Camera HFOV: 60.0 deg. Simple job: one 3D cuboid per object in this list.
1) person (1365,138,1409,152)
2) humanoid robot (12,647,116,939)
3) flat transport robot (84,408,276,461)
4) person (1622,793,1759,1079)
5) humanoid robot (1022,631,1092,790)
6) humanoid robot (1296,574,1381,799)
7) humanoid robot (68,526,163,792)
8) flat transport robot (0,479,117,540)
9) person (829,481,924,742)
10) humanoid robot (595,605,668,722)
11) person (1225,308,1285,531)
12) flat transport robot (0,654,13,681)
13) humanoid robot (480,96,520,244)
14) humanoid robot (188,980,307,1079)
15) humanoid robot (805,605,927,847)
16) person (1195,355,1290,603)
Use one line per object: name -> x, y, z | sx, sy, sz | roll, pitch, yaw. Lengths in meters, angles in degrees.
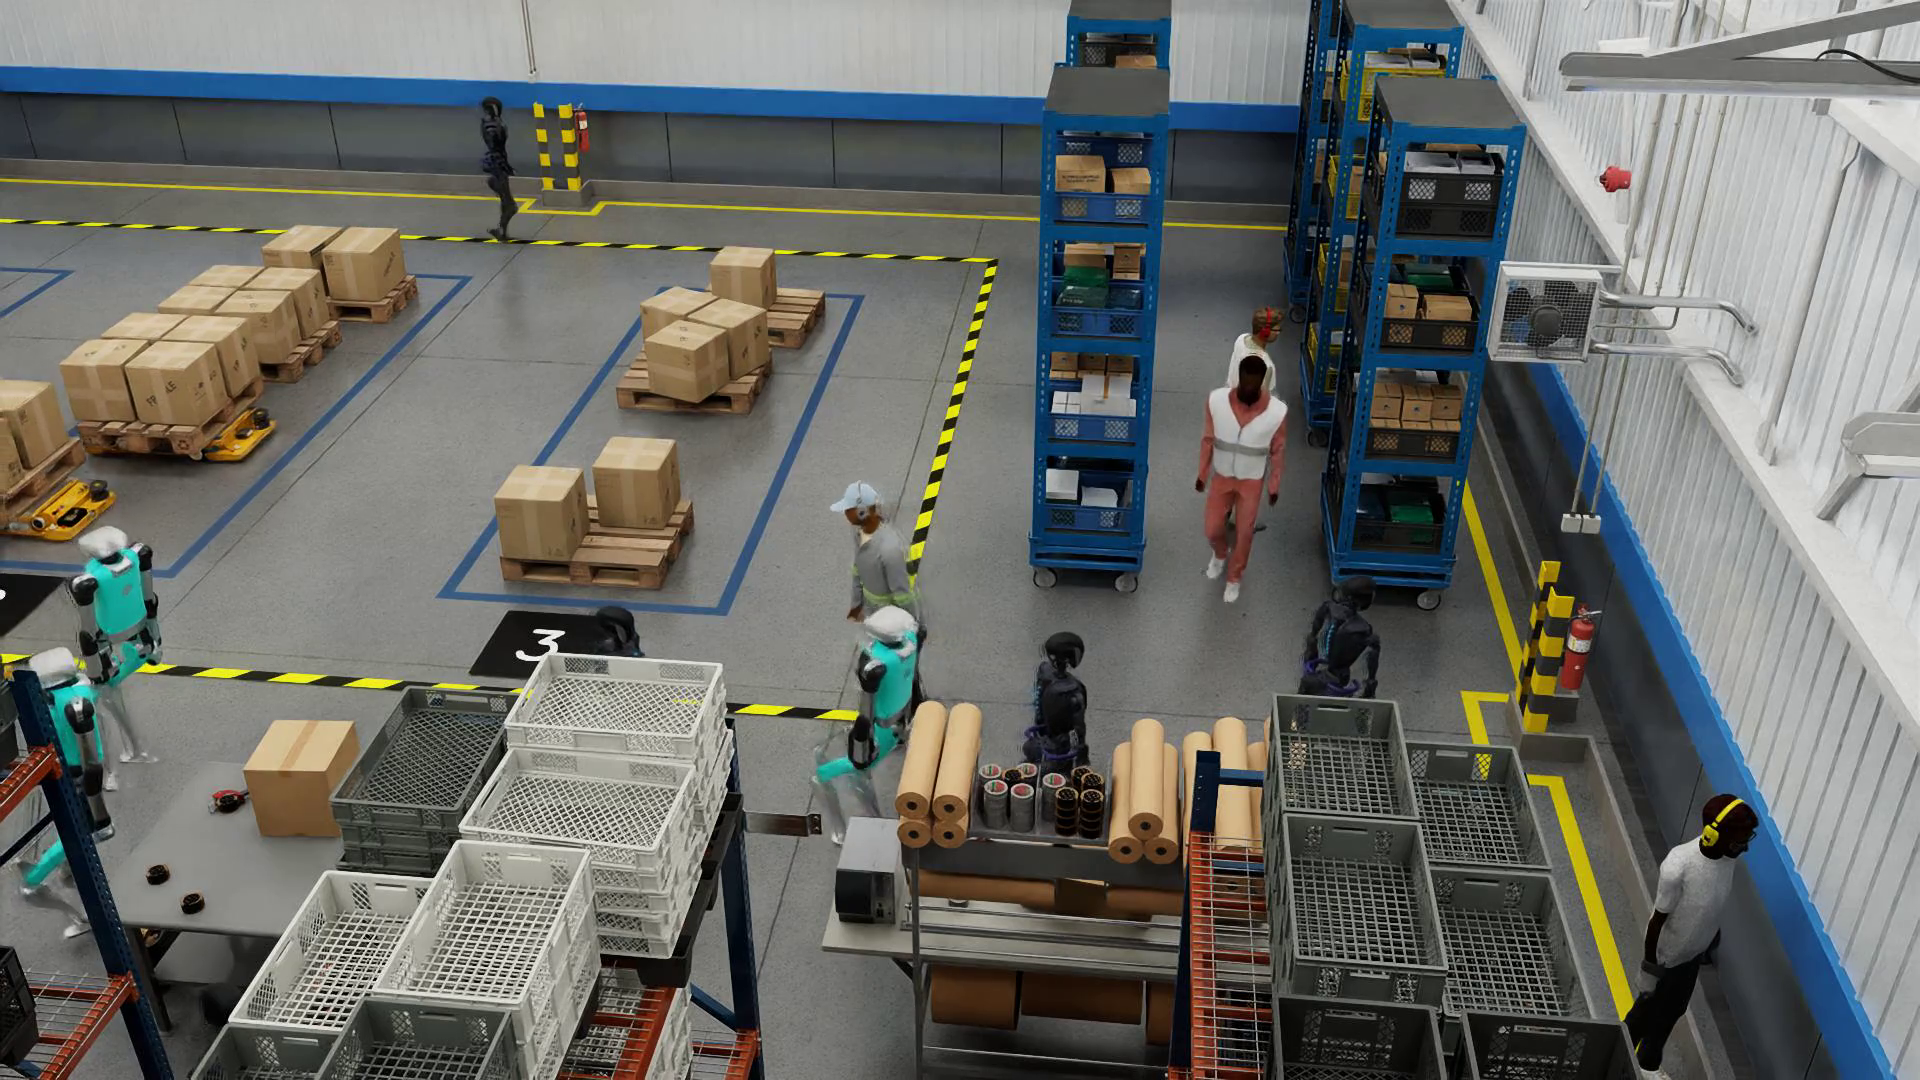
person -> 4.589, -3.970, 17.912 | 0.509, 1.860, 0.319 | 21, 36, 32
humanoid robot -> -4.762, 1.439, 8.763 | 0.829, 1.791, 0.540 | -24, 38, -35
flat transport robot -> -6.714, -0.943, 14.266 | 1.431, 0.197, 0.652 | 3, 30, 6
person -> 3.372, 1.937, 7.773 | 0.510, 1.858, 0.332 | -16, 34, -25
humanoid robot -> 0.564, 1.231, 9.163 | 0.456, 1.641, 0.587 | -14, 33, -22
humanoid robot -> 2.171, 0.912, 9.779 | 0.842, 1.620, 0.598 | -17, 34, -26
humanoid robot -> -5.179, 0.678, 10.050 | 0.785, 1.756, 0.564 | 12, 32, 20
flat transport robot -> -7.526, -0.281, 13.128 | 1.431, 0.197, 0.652 | 3, 30, 6
person -> -0.487, 0.452, 10.365 | 0.634, 1.806, 0.598 | -10, 32, -16
humanoid robot -> -1.934, 1.070, 9.496 | 0.755, 1.652, 0.584 | 3, 30, 6
person -> 2.209, -0.917, 12.695 | 0.411, 1.830, 0.576 | -5, 31, -9
flat transport robot -> -7.142, 0.969, 11.010 | 1.431, 0.231, 0.659 | 3, 30, 6
humanoid robot -> -5.041, -4.053, 18.239 | 0.343, 1.648, 0.610 | -2, 30, -3
humanoid robot -> -2.814, 2.518, 6.954 | 0.470, 1.648, 0.617 | 20, 36, 31
humanoid robot -> -0.599, 1.082, 9.389 | 0.827, 1.794, 0.550 | 18, 35, 27
person -> 1.982, -0.441, 11.801 | 0.612, 1.904, 0.459 | 10, 32, 16
